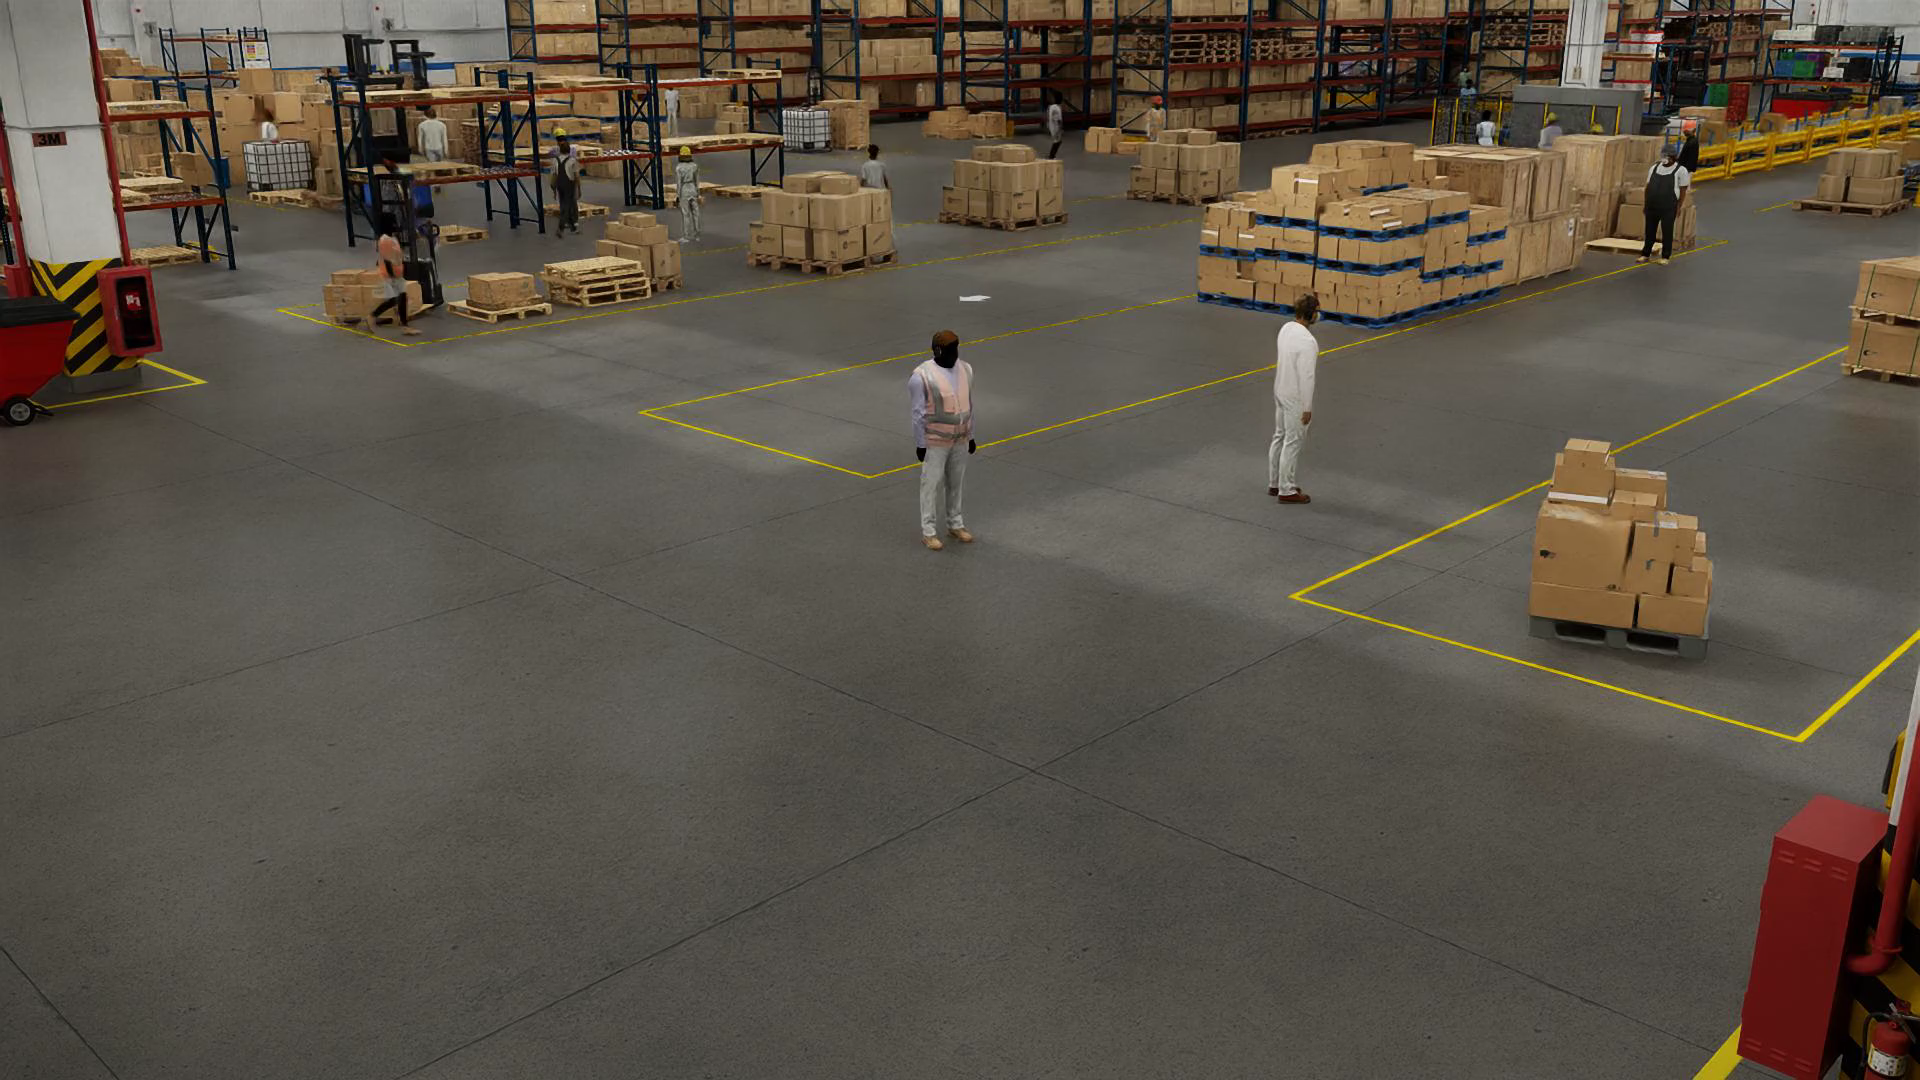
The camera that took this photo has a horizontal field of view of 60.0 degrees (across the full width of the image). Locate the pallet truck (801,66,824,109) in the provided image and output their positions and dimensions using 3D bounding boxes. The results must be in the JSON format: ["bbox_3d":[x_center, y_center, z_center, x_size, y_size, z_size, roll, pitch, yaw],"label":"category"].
[{"bbox_3d":[-4.812,-15.182,56.903,0.823,1.965,1.885,-9,21,-26],"label":"pallet truck"}]

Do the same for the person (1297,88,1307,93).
[{"bbox_3d":[12.127,-16.005,59.544,0.666,1.890,0.657,-11,21,-30],"label":"person"}]

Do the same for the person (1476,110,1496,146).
[{"bbox_3d":[13.019,-9.808,41.256,0.545,1.652,0.883,-3,19,-10],"label":"person"}]

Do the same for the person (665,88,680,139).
[{"bbox_3d":[-8.825,-13.153,50.998,0.526,1.865,0.315,6,19,19],"label":"person"}]

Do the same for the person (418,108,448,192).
[{"bbox_3d":[-12.202,-9.047,38.588,0.630,1.897,1.014,-10,21,-28],"label":"person"}]

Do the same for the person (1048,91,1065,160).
[{"bbox_3d":[2.556,-10.831,43.874,0.470,1.950,0.628,-4,19,-13],"label":"person"}]

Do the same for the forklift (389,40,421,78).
[{"bbox_3d":[-19.254,-15.989,57.955,1.873,2.768,1.129,17,25,41],"label":"forklift"}]

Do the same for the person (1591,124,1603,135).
[{"bbox_3d":[13.606,-8.103,35.976,0.764,1.743,0.530,-5,19,-14],"label":"person"}]

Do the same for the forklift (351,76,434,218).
[{"bbox_3d":[-11.680,-7.993,33.862,1.129,2.768,1.873,-14,23,-37],"label":"forklift"}]

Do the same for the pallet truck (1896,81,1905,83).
[{"bbox_3d":[34.802,-16.331,61.455,0.653,1.274,1.630,17,25,41],"label":"pallet truck"}]

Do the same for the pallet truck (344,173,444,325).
[{"bbox_3d":[-8.209,-4.181,23.757,0.823,1.965,1.885,3,19,9],"label":"pallet truck"}]

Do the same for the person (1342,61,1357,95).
[{"bbox_3d":[16.726,-19.996,71.583,0.649,1.894,1.025,17,25,41],"label":"person"}]

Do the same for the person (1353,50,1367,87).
[{"bbox_3d":[18.474,-21.776,77.072,0.784,1.797,0.603,-16,24,-39],"label":"person"}]

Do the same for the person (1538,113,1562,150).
[{"bbox_3d":[13.593,-8.902,38.290,0.598,1.801,0.678,-8,20,-22],"label":"person"}]

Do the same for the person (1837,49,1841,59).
[{"bbox_3d":[41.219,-22.275,78.301,0.400,1.987,0.608,14,23,35],"label":"person"}]

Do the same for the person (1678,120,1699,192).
[{"bbox_3d":[14.763,-7.515,33.821,0.393,1.986,0.610,6,19,18],"label":"person"}]

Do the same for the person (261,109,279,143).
[{"bbox_3d":[-16.198,-9.162,39.000,0.887,1.855,0.586,-17,25,-42],"label":"person"}]

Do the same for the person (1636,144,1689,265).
[{"bbox_3d":[11.933,-5.707,28.287,0.536,2.000,0.688,-17,25,-41],"label":"person"}]

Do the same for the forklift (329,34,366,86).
[{"bbox_3d":[-23.552,-18.268,64.821,1.129,2.768,1.873,17,25,41],"label":"forklift"}]

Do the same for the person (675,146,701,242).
[{"bbox_3d":[-5.070,-6.423,30.911,0.493,1.743,0.297,-16,24,-39],"label":"person"}]

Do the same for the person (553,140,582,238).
[{"bbox_3d":[-7.467,-6.611,31.404,0.511,1.809,0.905,7,20,20],"label":"person"}]

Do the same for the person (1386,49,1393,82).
[{"bbox_3d":[19.324,-21.029,74.652,0.726,1.907,0.568,-14,23,-37],"label":"person"}]

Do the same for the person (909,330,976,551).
[{"bbox_3d":[-0.118,-0.845,13.949,0.625,1.846,0.429,-14,23,-36],"label":"person"}]

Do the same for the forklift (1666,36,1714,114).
[{"bbox_3d":[27.341,-17.291,61.877,1.129,2.768,1.873,17,25,41],"label":"forklift"}]

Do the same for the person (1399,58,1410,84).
[{"bbox_3d":[20.902,-22.073,78.248,0.547,1.618,0.365,13,22,35],"label":"person"}]

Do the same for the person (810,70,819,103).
[{"bbox_3d":[-5.548,-16.730,62.165,0.807,1.598,0.545,-16,24,-40],"label":"person"}]

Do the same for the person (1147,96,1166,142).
[{"bbox_3d":[5.086,-10.437,42.759,0.575,1.890,0.955,-5,19,-16],"label":"person"}]

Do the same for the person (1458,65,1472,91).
[{"bbox_3d":[20.270,-18.238,66.715,0.504,1.610,0.670,17,25,42],"label":"person"}]

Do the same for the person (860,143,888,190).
[{"bbox_3d":[-1.585,-6.248,30.213,0.508,1.853,0.500,-9,20,-25],"label":"person"}]

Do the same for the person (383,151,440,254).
[{"bbox_3d":[-9.715,-5.912,29.226,1.064,1.849,0.598,-14,23,-36],"label":"person"}]

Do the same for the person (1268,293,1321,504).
[{"bbox_3d":[3.053,-1.280,15.138,0.384,1.932,0.622,-4,19,-12],"label":"person"}]

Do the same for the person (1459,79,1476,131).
[{"bbox_3d":[16.817,-14.433,55.149,0.540,1.679,0.625,5,19,15],"label":"person"}]

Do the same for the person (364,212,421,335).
[{"bbox_3d":[-7.705,-3.569,22.398,0.628,1.681,0.544,0,18,-1],"label":"person"}]

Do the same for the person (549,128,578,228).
[{"bbox_3d":[-7.783,-7.106,32.696,0.585,1.918,0.379,-14,23,-35],"label":"person"}]
